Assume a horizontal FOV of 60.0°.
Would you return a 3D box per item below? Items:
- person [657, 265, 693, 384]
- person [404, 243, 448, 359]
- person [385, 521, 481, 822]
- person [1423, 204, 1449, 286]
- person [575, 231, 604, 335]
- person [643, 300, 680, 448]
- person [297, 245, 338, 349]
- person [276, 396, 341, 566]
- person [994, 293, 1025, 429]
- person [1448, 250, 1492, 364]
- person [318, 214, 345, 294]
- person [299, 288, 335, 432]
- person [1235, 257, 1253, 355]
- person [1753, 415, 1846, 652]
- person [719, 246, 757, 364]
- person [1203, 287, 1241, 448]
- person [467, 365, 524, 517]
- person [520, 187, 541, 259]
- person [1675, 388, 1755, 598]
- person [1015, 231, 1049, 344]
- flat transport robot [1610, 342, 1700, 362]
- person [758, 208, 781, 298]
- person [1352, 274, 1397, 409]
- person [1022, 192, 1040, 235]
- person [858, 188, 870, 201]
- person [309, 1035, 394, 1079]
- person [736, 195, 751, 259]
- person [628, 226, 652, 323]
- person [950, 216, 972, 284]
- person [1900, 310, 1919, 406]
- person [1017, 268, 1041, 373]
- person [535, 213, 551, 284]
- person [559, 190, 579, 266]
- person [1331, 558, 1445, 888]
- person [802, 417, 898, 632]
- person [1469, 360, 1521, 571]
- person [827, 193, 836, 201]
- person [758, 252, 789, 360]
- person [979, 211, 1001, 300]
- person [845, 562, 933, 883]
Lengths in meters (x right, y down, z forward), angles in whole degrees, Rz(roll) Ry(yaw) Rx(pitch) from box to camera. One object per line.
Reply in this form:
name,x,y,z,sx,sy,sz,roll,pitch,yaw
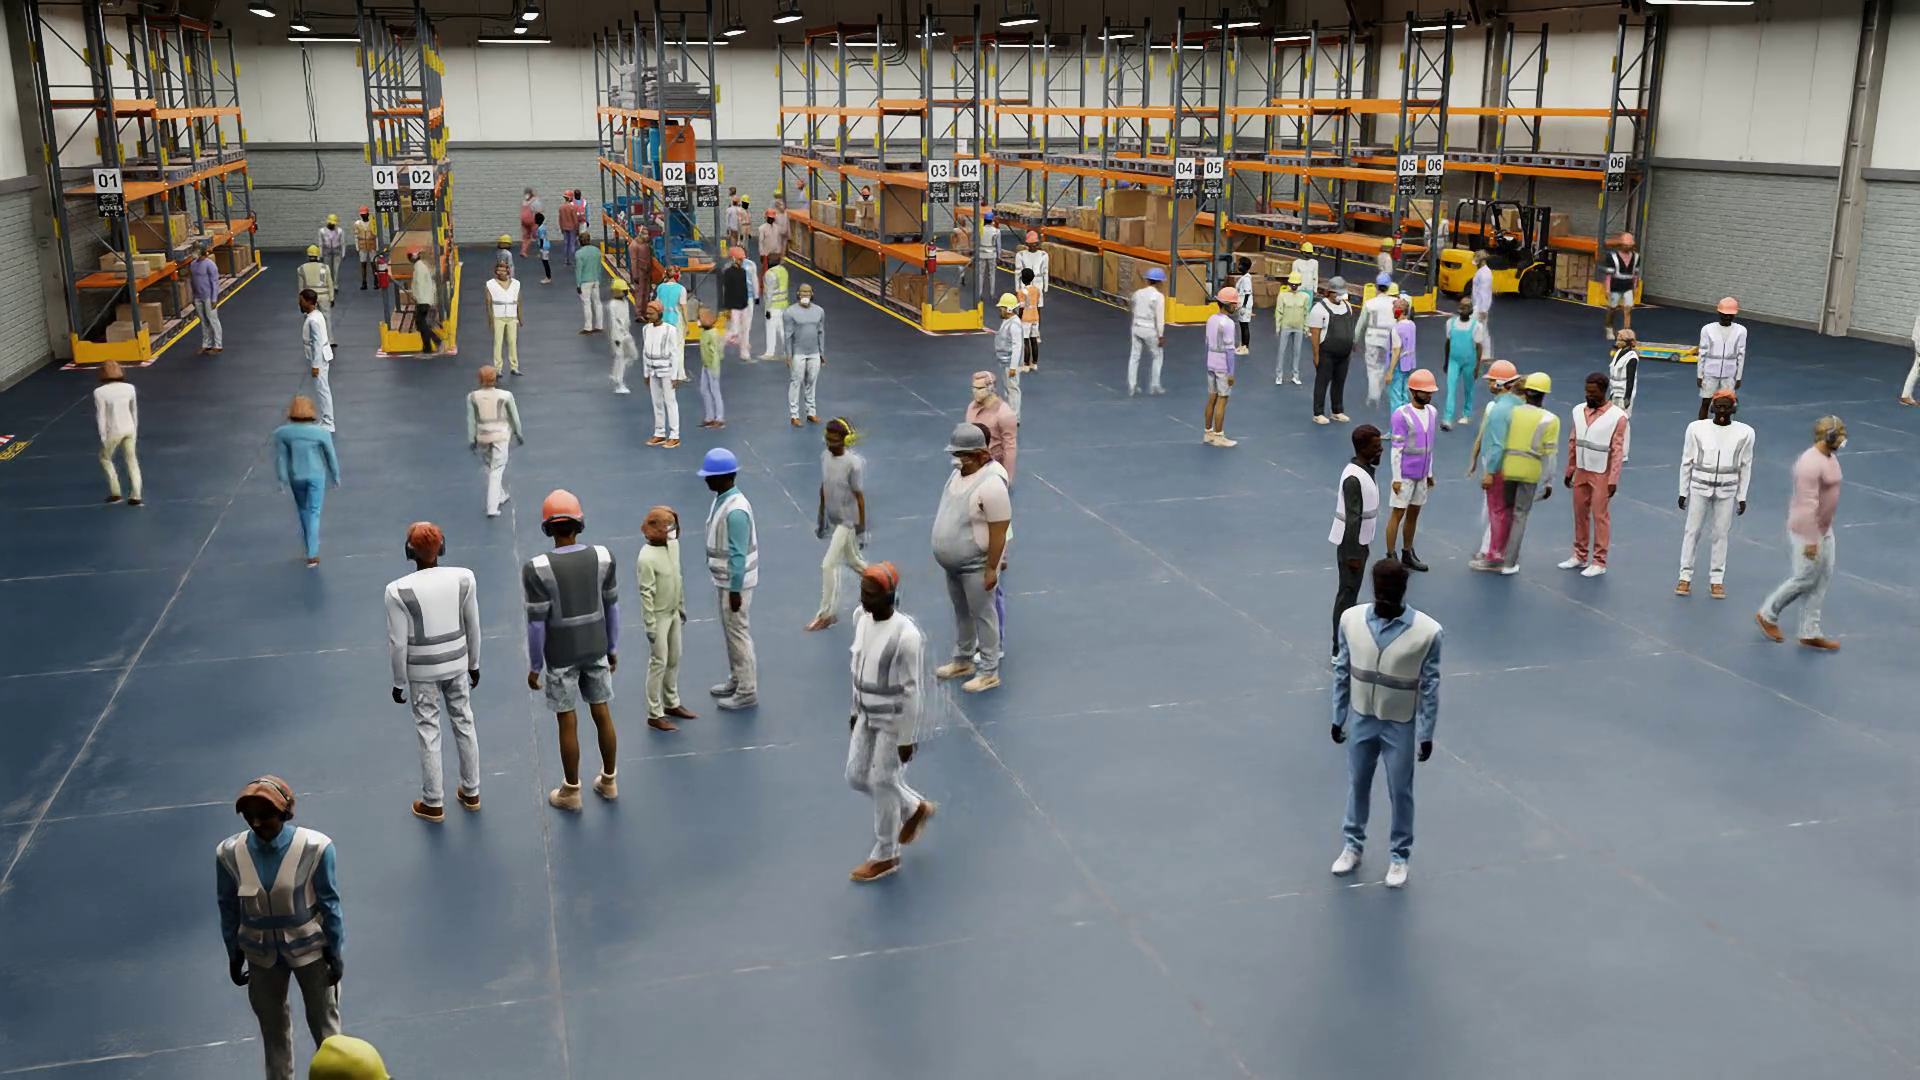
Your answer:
person,-4.480,-3.363,25.966,0.567,1.844,0.377,9,17,30
person,-9.151,-4.058,28.340,0.499,1.973,0.630,-5,16,-17
person,-3.216,0.803,10.220,0.574,1.883,0.356,-13,20,-40
person,11.307,-7.009,39.512,0.551,1.934,0.373,3,15,10
person,-6.997,-4.838,31.358,0.364,1.933,0.630,10,18,32
person,-3.812,-2.118,21.224,0.583,1.878,0.343,10,18,33
person,-11.392,-4.298,29.504,0.587,1.835,0.404,-1,15,-5
person,-6.242,-0.596,16.014,0.529,1.592,0.807,-1,15,-5
person,0.660,-2.398,22.357,0.404,1.834,0.591,-2,15,-8
person,8.545,-3.885,27.811,0.859,1.905,0.647,3,15,12
person,-14.323,-6.522,37.945,0.596,1.801,0.412,-5,16,-19
person,-8.548,-2.385,22.143,0.390,1.920,0.587,-5,16,-19
person,4.917,-4.058,28.868,0.318,1.697,0.535,0,15,1
person,6.852,-0.056,13.415,0.644,1.905,0.679,14,20,42
person,-3.769,-3.927,27.842,0.655,1.970,0.630,7,16,24
person,3.361,-2.205,21.234,0.393,2.039,0.613,-5,16,-18
person,-4.998,-1.079,17.864,0.522,1.587,0.882,2,15,7
person,-11.944,-8.847,46.229,0.695,2.000,1.022,7,16,25
person,6.703,-0.416,14.807,0.576,1.883,0.354,5,16,20
person,1.302,-4.555,30.072,0.615,2.041,0.387,-1,15,-3
flat transport robot,11.970,-3.236,28.506,1.431,0.197,0.652,9,17,30
person,-4.212,-6.362,36.969,0.393,1.990,0.617,12,19,37
person,6.002,-2.858,23.936,0.664,1.908,0.667,-3,15,-10
person,2.065,-8.900,46.890,0.609,1.787,0.883,-4,15,-14
person,-2.748,-9.302,48.325,0.430,1.843,0.625,-6,16,-22
person,-1.712,2.279,4.928,0.388,1.755,0.534,14,20,42
person,-5.595,-8.010,43.315,0.382,1.917,0.585,4,15,13
person,-6.315,-5.284,33.109,0.400,1.893,0.657,5,16,18
person,0.043,-6.939,39.869,0.523,1.617,0.702,-4,15,-14
person,13.977,-2.866,24.100,0.412,1.848,0.578,9,17,30
person,1.097,-3.560,26.993,0.319,1.697,0.532,11,19,36
person,-10.023,-7.012,40.000,0.325,1.687,0.531,-3,15,-11
person,-10.343,-8.265,44.124,0.625,1.992,0.388,9,17,29
person,2.404,1.009,9.399,0.602,1.909,0.391,10,18,32
person,-0.927,-0.166,13.993,0.917,1.831,0.542,-10,18,-34
person,5.057,-0.700,15.659,0.394,1.994,0.612,9,17,31
person,-3.801,-9.459,49.307,0.277,1.636,0.504,-13,20,-41
person,-3.117,-3.967,28.300,0.507,1.824,0.668,7,17,26
person,0.614,-6.266,36.721,0.612,1.943,0.407,3,15,11
person,-0.404,1.012,9.456,0.537,1.870,0.604,-10,18,-34
